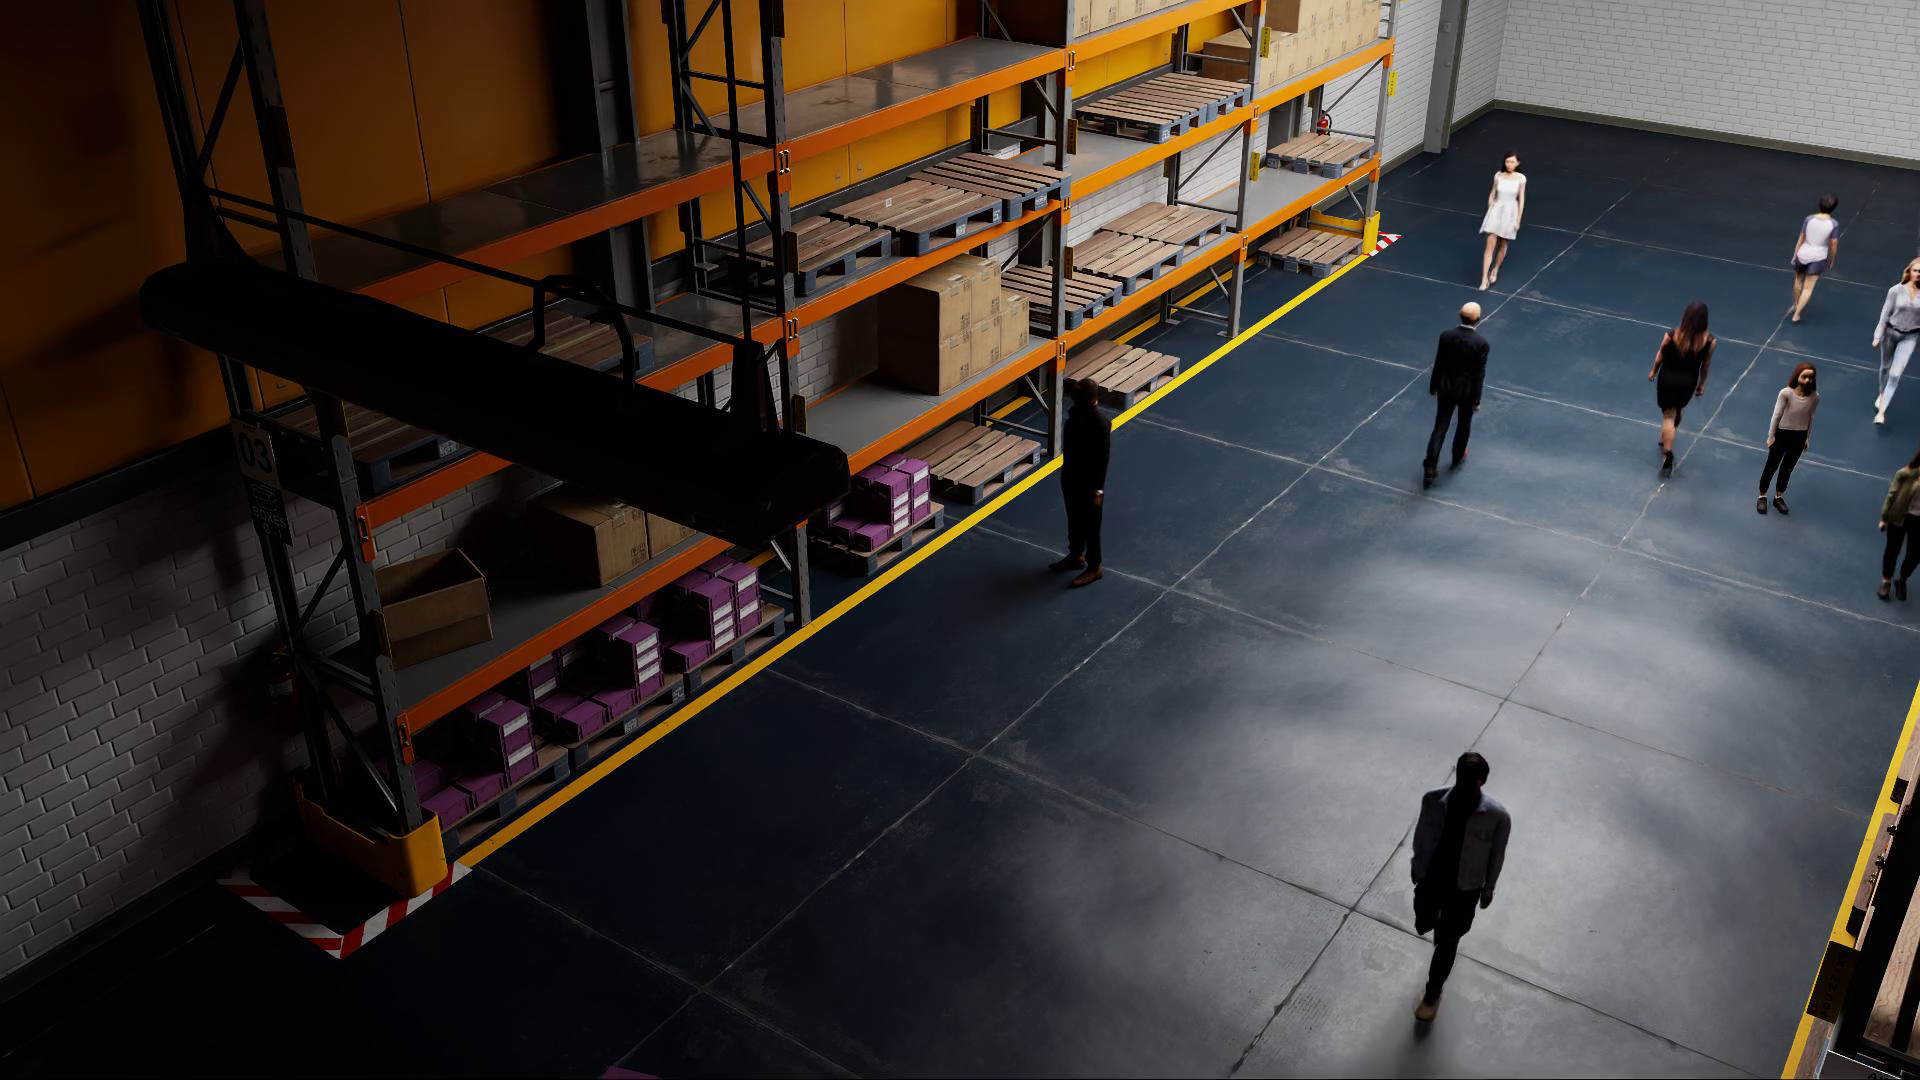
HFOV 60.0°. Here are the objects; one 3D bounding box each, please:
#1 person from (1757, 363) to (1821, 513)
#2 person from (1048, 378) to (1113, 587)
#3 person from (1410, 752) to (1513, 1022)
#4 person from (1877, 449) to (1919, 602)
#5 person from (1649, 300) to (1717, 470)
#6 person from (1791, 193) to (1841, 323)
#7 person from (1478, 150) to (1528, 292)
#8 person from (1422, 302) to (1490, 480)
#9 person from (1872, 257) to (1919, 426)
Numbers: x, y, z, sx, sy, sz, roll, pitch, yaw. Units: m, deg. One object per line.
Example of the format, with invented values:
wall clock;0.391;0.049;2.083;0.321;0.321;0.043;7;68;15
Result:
person;7.791;-0.976;15.635;0.615;1.485;0.635;2;29;4
person;1.077;-0.529;14.379;0.781;1.903;0.793;-15;32;-25
person;2.944;1.978;9.895;0.708;1.796;0.997;17;33;28
person;8.096;-0.186;14.210;0.613;1.464;0.588;14;32;24
person;7.071;-1.480;16.360;0.939;1.675;1.144;5;29;9
person;10.212;-3.369;19.971;0.646;1.535;0.928;23;36;35
person;6.875;-4.056;21.014;0.731;1.742;1.045;13;31;23
person;4.791;-1.417;16.143;0.716;1.774;1.146;17;33;28
person;9.852;-2.117;17.463;0.706;1.738;1.213;15;32;25
